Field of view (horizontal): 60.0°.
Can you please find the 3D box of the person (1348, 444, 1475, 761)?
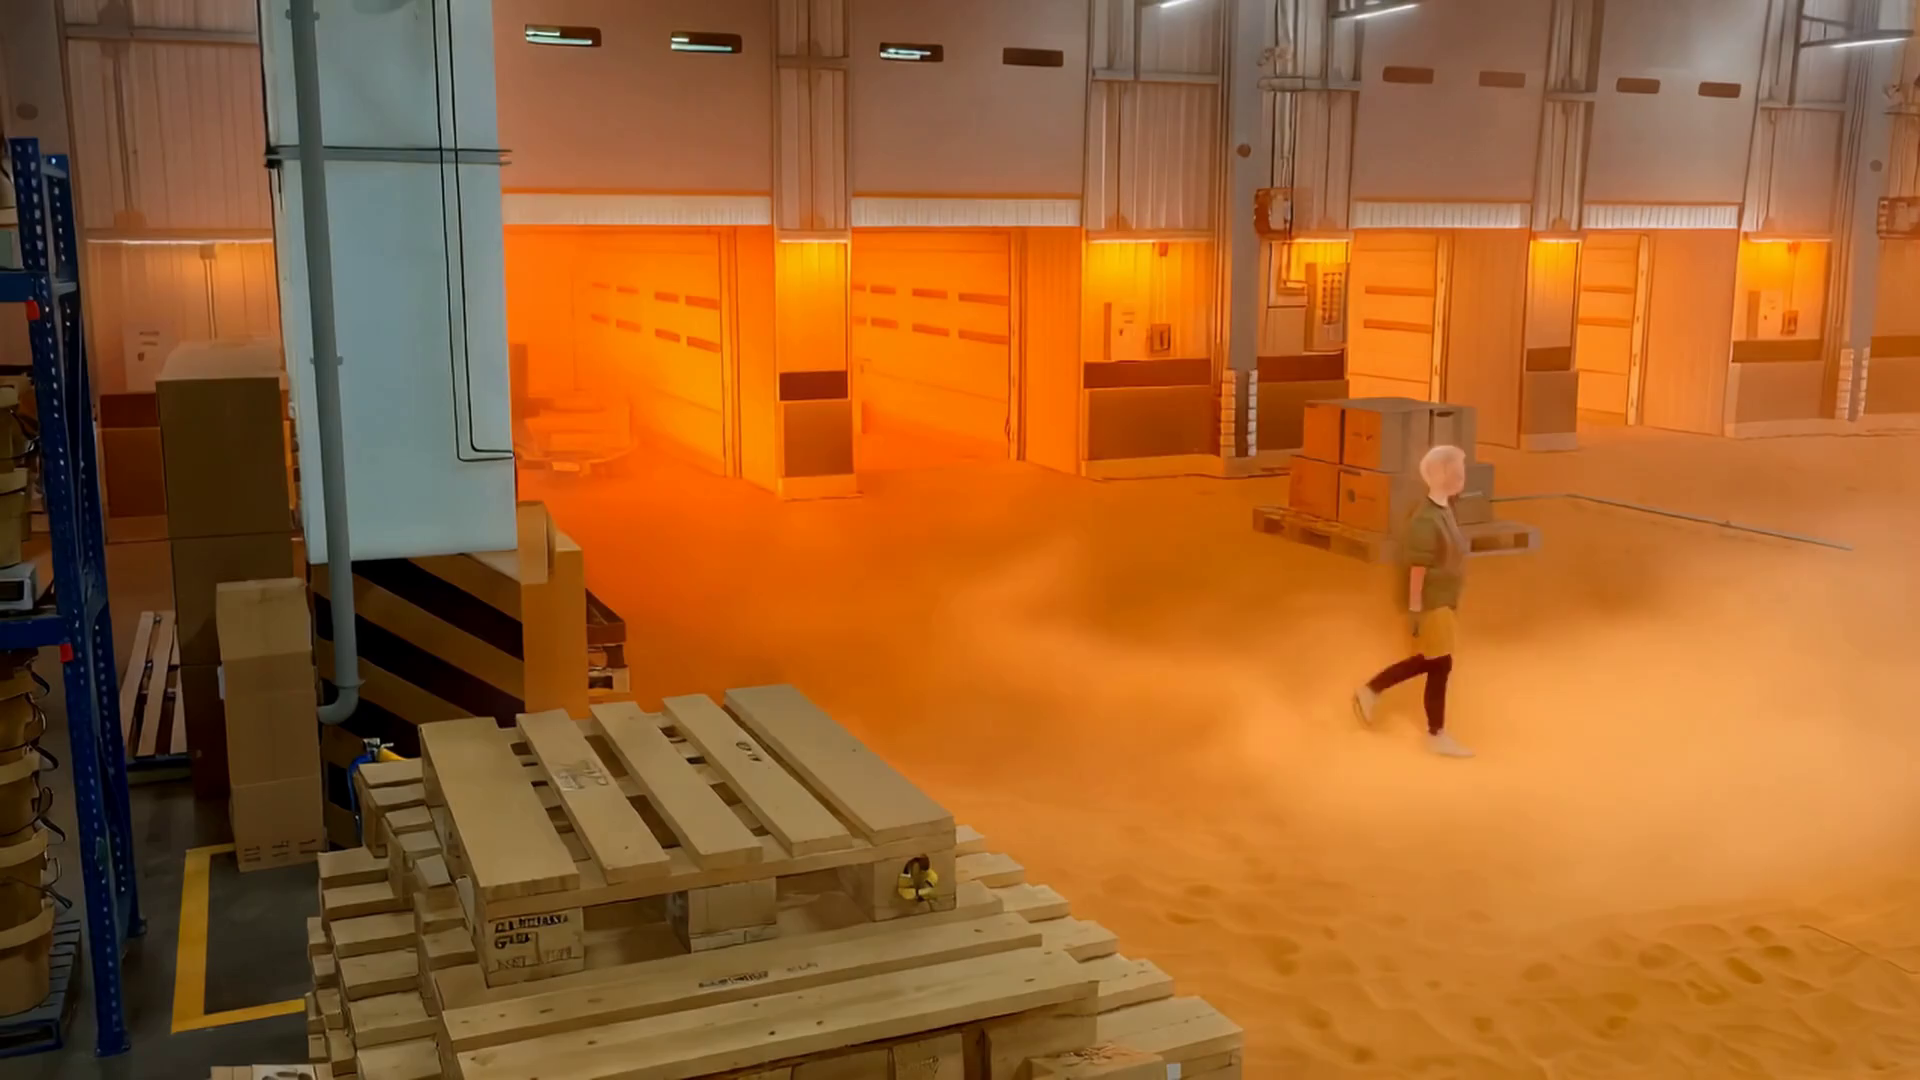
[{"bbox_3d":[2.412,0.313,8.804,0.650,1.680,0.532,6,12,30],"label":"person"}]
